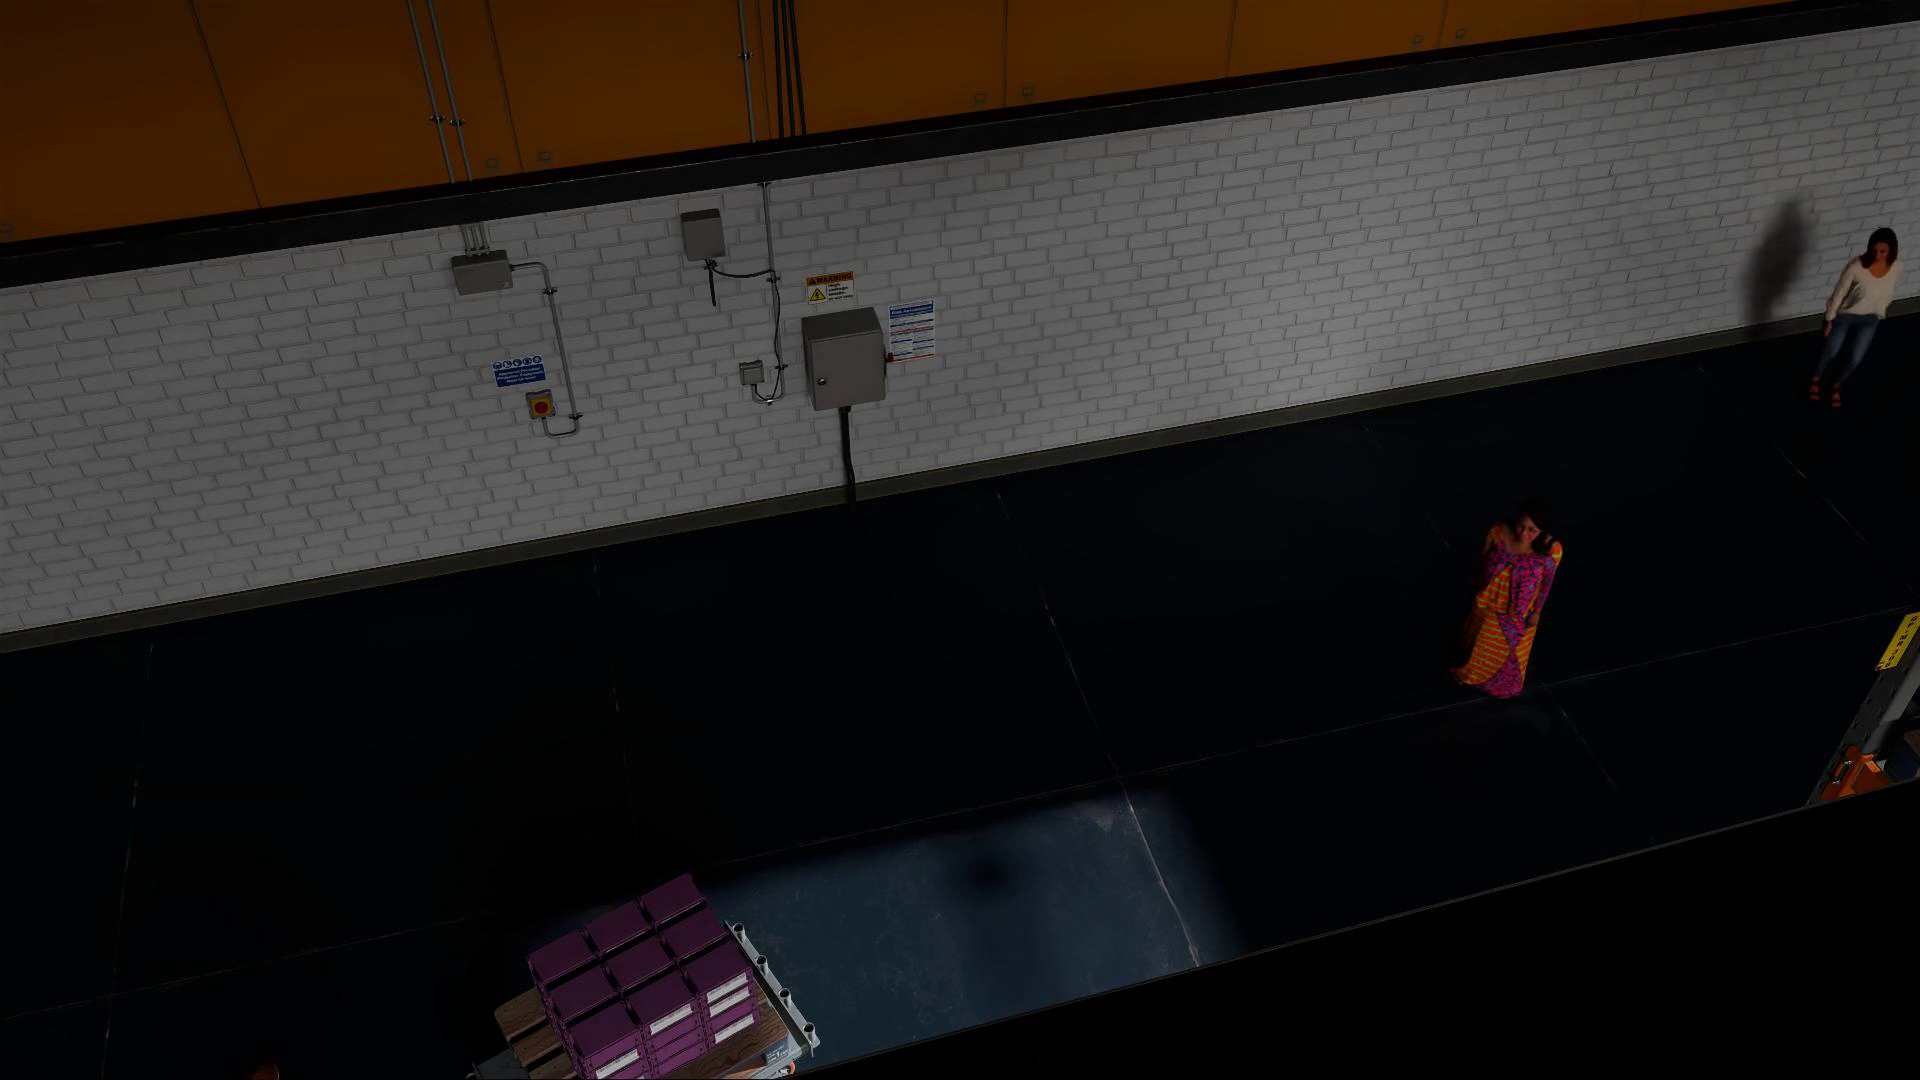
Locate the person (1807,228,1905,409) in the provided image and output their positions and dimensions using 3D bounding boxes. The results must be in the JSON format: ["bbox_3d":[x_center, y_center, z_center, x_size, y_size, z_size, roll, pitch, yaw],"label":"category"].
[{"bbox_3d":[6.826,-1.739,12.715,0.756,1.650,0.787,-1,44,-1],"label":"person"}]

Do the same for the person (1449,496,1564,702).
[{"bbox_3d":[3.477,0.346,10.512,0.808,1.671,0.869,23,48,22],"label":"person"}]
